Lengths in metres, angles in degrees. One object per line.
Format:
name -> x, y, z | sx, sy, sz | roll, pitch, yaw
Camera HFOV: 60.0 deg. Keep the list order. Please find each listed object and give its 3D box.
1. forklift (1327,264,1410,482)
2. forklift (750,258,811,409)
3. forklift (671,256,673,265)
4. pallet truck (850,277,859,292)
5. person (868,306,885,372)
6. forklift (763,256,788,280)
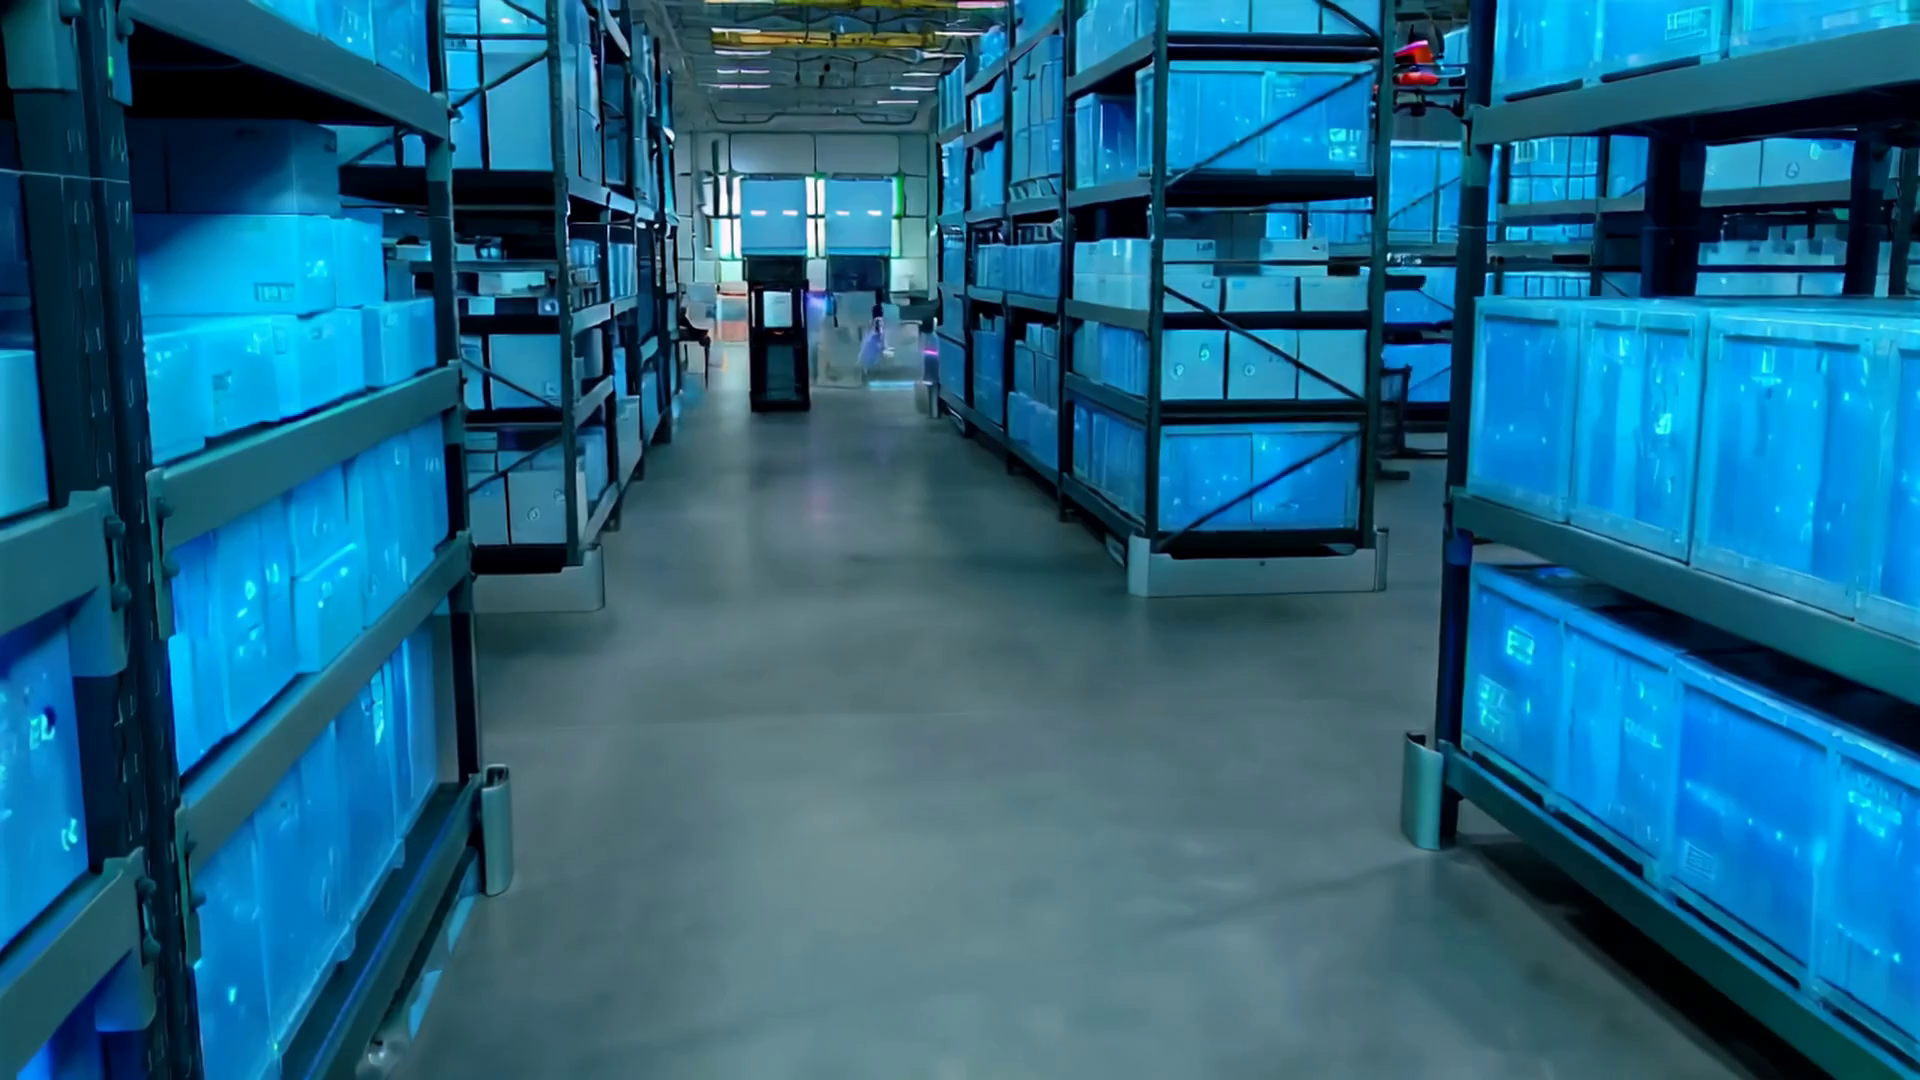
forklift -> 4.686, -2.173, 21.217 | 1.873, 2.768, 1.129 | -1, 10, -7
forklift -> -3.455, -3.966, 31.657 | 1.129, 2.768, 1.873 | -1, 10, -7
forklift -> -11.189, -9.344, 62.964 | 1.129, 2.768, 1.873 | -1, 10, -7
pallet truck -> -3.782, -9.391, 65.808 | 1.885, 1.965, 0.823 | 2, 10, 10
person -> -2.086, -4.921, 40.887 | 0.573, 1.620, 0.521 | -3, 10, -17
forklift -> -6.675, -8.875, 60.234 | 1.129, 2.768, 1.873 | 0, 10, -3
